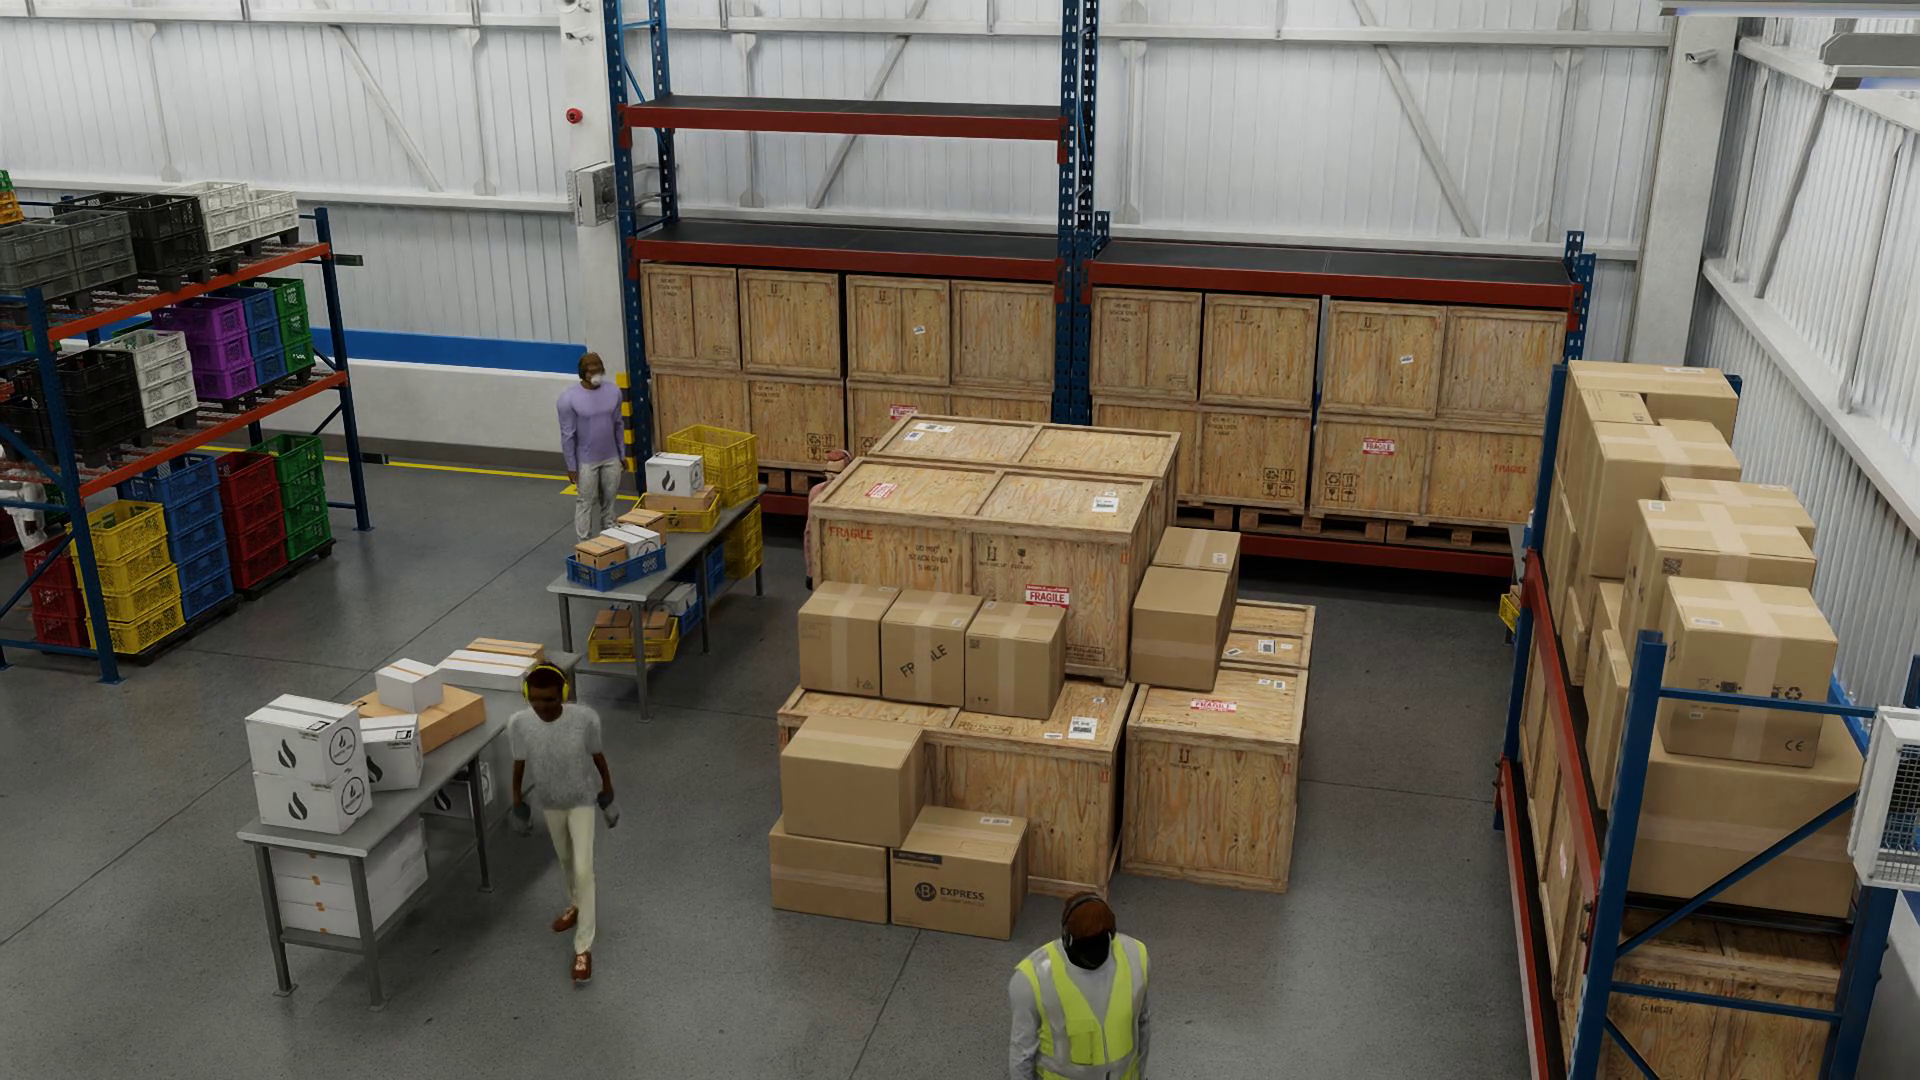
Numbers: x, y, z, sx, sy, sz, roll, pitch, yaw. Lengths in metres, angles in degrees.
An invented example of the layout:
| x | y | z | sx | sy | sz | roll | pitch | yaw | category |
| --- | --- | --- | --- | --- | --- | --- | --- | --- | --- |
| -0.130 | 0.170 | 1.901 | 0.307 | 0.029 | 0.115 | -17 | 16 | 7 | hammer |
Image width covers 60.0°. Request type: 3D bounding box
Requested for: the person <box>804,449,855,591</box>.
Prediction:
| x | y | z | sx | sy | sz | roll | pitch | yaw | category |
| --- | --- | --- | --- | --- | --- | --- | --- | --- | --- |
| -0.855 | 0.258 | 12.057 | 0.639 | 1.911 | 0.406 | 9 | 23 | 23 | person |

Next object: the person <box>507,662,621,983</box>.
| x | y | z | sx | sy | sz | roll | pitch | yaw | category |
| --- | --- | --- | --- | --- | --- | --- | --- | --- | --- |
| -2.168 | 1.469 | 9.049 | 0.564 | 1.813 | 0.815 | 1 | 21 | 2 | person |

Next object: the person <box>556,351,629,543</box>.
| x | y | z | sx | sy | sz | roll | pitch | yaw | category |
| --- | --- | --- | --- | --- | --- | --- | --- | --- | --- |
| -3.168 | -0.697 | 14.514 | 0.630 | 1.940 | 0.373 | -20 | 28 | -41 | person |

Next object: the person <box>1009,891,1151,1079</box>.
| x | y | z | sx | sy | sz | roll | pitch | yaw | category |
| --- | --- | --- | --- | --- | --- | --- | --- | --- | --- |
| 0.513 | 2.267 | 6.892 | 0.636 | 1.842 | 0.429 | -8 | 22 | -19 | person |

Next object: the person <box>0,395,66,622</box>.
| x | y | z | sx | sy | sz | roll | pitch | yaw | category |
| --- | --- | --- | --- | --- | --- | --- | --- | --- | --- |
| -7.586 | -0.264 | 13.457 | 0.362 | 1.882 | 0.576 | -16 | 26 | -37 | person |
